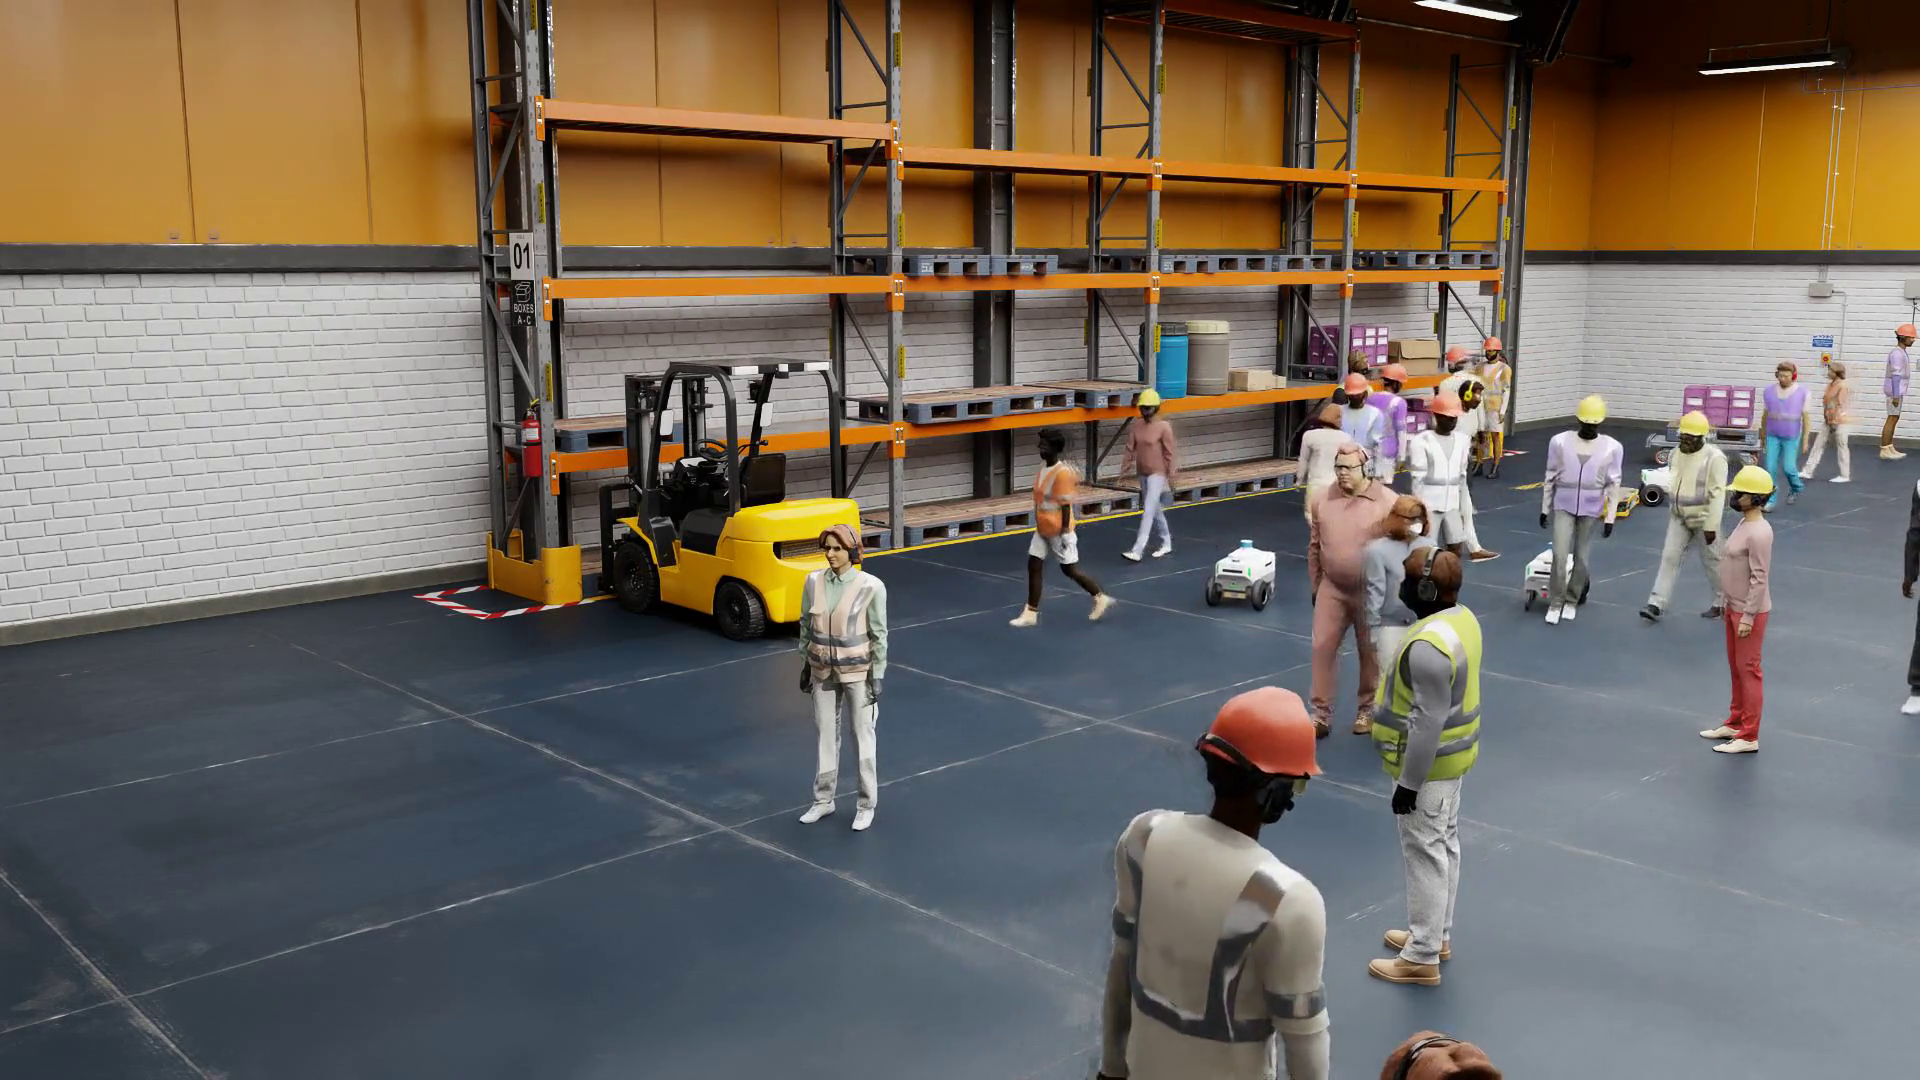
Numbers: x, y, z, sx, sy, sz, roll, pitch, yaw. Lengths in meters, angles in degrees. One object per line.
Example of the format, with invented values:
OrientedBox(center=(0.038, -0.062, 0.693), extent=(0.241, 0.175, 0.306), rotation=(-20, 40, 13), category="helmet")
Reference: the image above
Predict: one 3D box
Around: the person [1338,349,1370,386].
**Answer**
OrientedBox(center=(4.649, -1.290, 19.727), extent=(0.354, 1.937, 0.635), rotation=(0, 10, -2), category="person")

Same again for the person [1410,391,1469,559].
OrientedBox(center=(3.994, -0.278, 13.852), extent=(0.555, 1.928, 0.392), rotation=(-3, 10, -15), category="person")

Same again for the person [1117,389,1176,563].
OrientedBox(center=(1.868, -0.642, 16.576), extent=(0.894, 1.719, 0.534), rotation=(-8, 13, -39), category="person")

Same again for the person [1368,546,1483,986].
OrientedBox(center=(1.941, 0.940, 6.979), extent=(0.429, 1.838, 0.621), rotation=(5, 11, 28), category="person")

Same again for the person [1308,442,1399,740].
OrientedBox(center=(2.424, 0.337, 10.378), extent=(0.667, 1.872, 0.847), rotation=(6, 11, 32), category="person")

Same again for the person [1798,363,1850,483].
OrientedBox(center=(11.590, -1.563, 22.264), extent=(0.782, 1.602, 0.545), rotation=(1, 10, 3), category="person")

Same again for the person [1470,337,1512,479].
OrientedBox(center=(7.231, -1.805, 22.735), extent=(0.347, 1.943, 0.544), rotation=(-9, 13, -41), category="person")

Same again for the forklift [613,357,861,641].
OrientedBox(center=(-1.847, -0.414, 13.852), extent=(1.214, 2.155, 2.313), rotation=(-9, 13, -42), category="forklift")

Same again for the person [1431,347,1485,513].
OrientedBox(center=(5.879, -1.323, 19.872), extent=(0.634, 1.952, 0.906), rotation=(-6, 11, -31), category="person")

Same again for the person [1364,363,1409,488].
OrientedBox(center=(4.505, -0.955, 17.917), extent=(0.845, 1.903, 0.570), rotation=(-7, 12, -35), category="person")

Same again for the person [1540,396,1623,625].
OrientedBox(center=(5.087, -0.232, 13.666), extent=(0.613, 1.887, 0.786), rotation=(4, 10, 21), category="person")

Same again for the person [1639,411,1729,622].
OrientedBox(center=(6.055, -0.186, 13.734), extent=(0.954, 1.771, 0.623), rotation=(-5, 11, -25), category="person")

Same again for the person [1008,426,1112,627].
OrientedBox(center=(0.843, -0.109, 13.622), extent=(0.822, 1.671, 0.530), rotation=(-4, 10, -21), category="person")

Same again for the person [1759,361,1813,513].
OrientedBox(center=(9.812, -1.225, 19.727), extent=(0.640, 1.814, 0.617), rotation=(-9, 13, -42), category="person")

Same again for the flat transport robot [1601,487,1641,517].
OrientedBox(center=(7.703, -0.480, 19.864), extent=(0.652, 0.197, 1.431), rotation=(5, 11, 28), category="flat transport robot")

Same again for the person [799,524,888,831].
OrientedBox(center=(-0.622, 0.720, 8.829), extent=(0.514, 1.642, 0.311), rotation=(4, 11, 24), category="person")

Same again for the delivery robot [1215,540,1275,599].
OrientedBox(center=(2.494, 0.245, 14.516), extent=(0.477, 0.478, 0.707), rotation=(5, 11, 28), category="delivery robot")

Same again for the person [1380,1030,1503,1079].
OrientedBox(center=(0.855, 1.696, 3.108), extent=(0.519, 1.645, 0.307), rotation=(1, 10, 6), category="person")

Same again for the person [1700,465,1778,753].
OrientedBox(center=(4.796, 0.423, 10.199), extent=(0.305, 1.772, 0.525), rotation=(2, 10, 12), category="person")

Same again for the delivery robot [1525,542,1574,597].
OrientedBox(center=(5.146, 0.262, 14.416), extent=(0.477, 0.478, 0.707), rotation=(6, 11, 30), category="delivery robot")

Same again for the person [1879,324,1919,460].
OrientedBox(center=(14.039, -2.210, 24.864), extent=(0.408, 2.032, 0.607), rotation=(6, 12, 33), category="person")

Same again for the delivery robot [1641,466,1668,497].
OrientedBox(center=(8.675, -0.731, 20.228), extent=(0.707, 0.478, 0.477), rotation=(3, 10, 19), category="delivery robot")

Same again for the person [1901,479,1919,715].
OrientedBox(center=(6.544, 0.222, 10.939), extent=(0.596, 1.916, 0.374), rotation=(6, 11, 30), category="person")

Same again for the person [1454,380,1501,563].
OrientedBox(center=(4.938, -0.683, 16.575), extent=(0.944, 1.805, 0.615), rotation=(8, 12, 37), category="person")

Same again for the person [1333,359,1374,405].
OrientedBox(center=(4.602, -1.178, 19.361), extent=(0.633, 1.841, 0.429), rotation=(-8, 13, -40), category="person")

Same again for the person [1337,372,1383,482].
OrientedBox(center=(3.950, -0.744, 16.674), extent=(0.548, 1.902, 0.759), rotation=(2, 10, 13), category="person")

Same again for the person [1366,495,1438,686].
OrientedBox(center=(2.657, 0.528, 10.003), extent=(0.522, 1.625, 0.388), rotation=(-3, 10, -16), category="person")

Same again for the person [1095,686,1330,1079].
OrientedBox(center=(0.678, 1.338, 4.133), extent=(0.755, 2.006, 0.638), rotation=(-7, 12, -37), category="person")

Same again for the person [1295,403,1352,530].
OrientedBox(center=(3.584, -0.546, 16.341), extent=(0.519, 1.610, 0.536), rotation=(-2, 10, -9), category="person")
